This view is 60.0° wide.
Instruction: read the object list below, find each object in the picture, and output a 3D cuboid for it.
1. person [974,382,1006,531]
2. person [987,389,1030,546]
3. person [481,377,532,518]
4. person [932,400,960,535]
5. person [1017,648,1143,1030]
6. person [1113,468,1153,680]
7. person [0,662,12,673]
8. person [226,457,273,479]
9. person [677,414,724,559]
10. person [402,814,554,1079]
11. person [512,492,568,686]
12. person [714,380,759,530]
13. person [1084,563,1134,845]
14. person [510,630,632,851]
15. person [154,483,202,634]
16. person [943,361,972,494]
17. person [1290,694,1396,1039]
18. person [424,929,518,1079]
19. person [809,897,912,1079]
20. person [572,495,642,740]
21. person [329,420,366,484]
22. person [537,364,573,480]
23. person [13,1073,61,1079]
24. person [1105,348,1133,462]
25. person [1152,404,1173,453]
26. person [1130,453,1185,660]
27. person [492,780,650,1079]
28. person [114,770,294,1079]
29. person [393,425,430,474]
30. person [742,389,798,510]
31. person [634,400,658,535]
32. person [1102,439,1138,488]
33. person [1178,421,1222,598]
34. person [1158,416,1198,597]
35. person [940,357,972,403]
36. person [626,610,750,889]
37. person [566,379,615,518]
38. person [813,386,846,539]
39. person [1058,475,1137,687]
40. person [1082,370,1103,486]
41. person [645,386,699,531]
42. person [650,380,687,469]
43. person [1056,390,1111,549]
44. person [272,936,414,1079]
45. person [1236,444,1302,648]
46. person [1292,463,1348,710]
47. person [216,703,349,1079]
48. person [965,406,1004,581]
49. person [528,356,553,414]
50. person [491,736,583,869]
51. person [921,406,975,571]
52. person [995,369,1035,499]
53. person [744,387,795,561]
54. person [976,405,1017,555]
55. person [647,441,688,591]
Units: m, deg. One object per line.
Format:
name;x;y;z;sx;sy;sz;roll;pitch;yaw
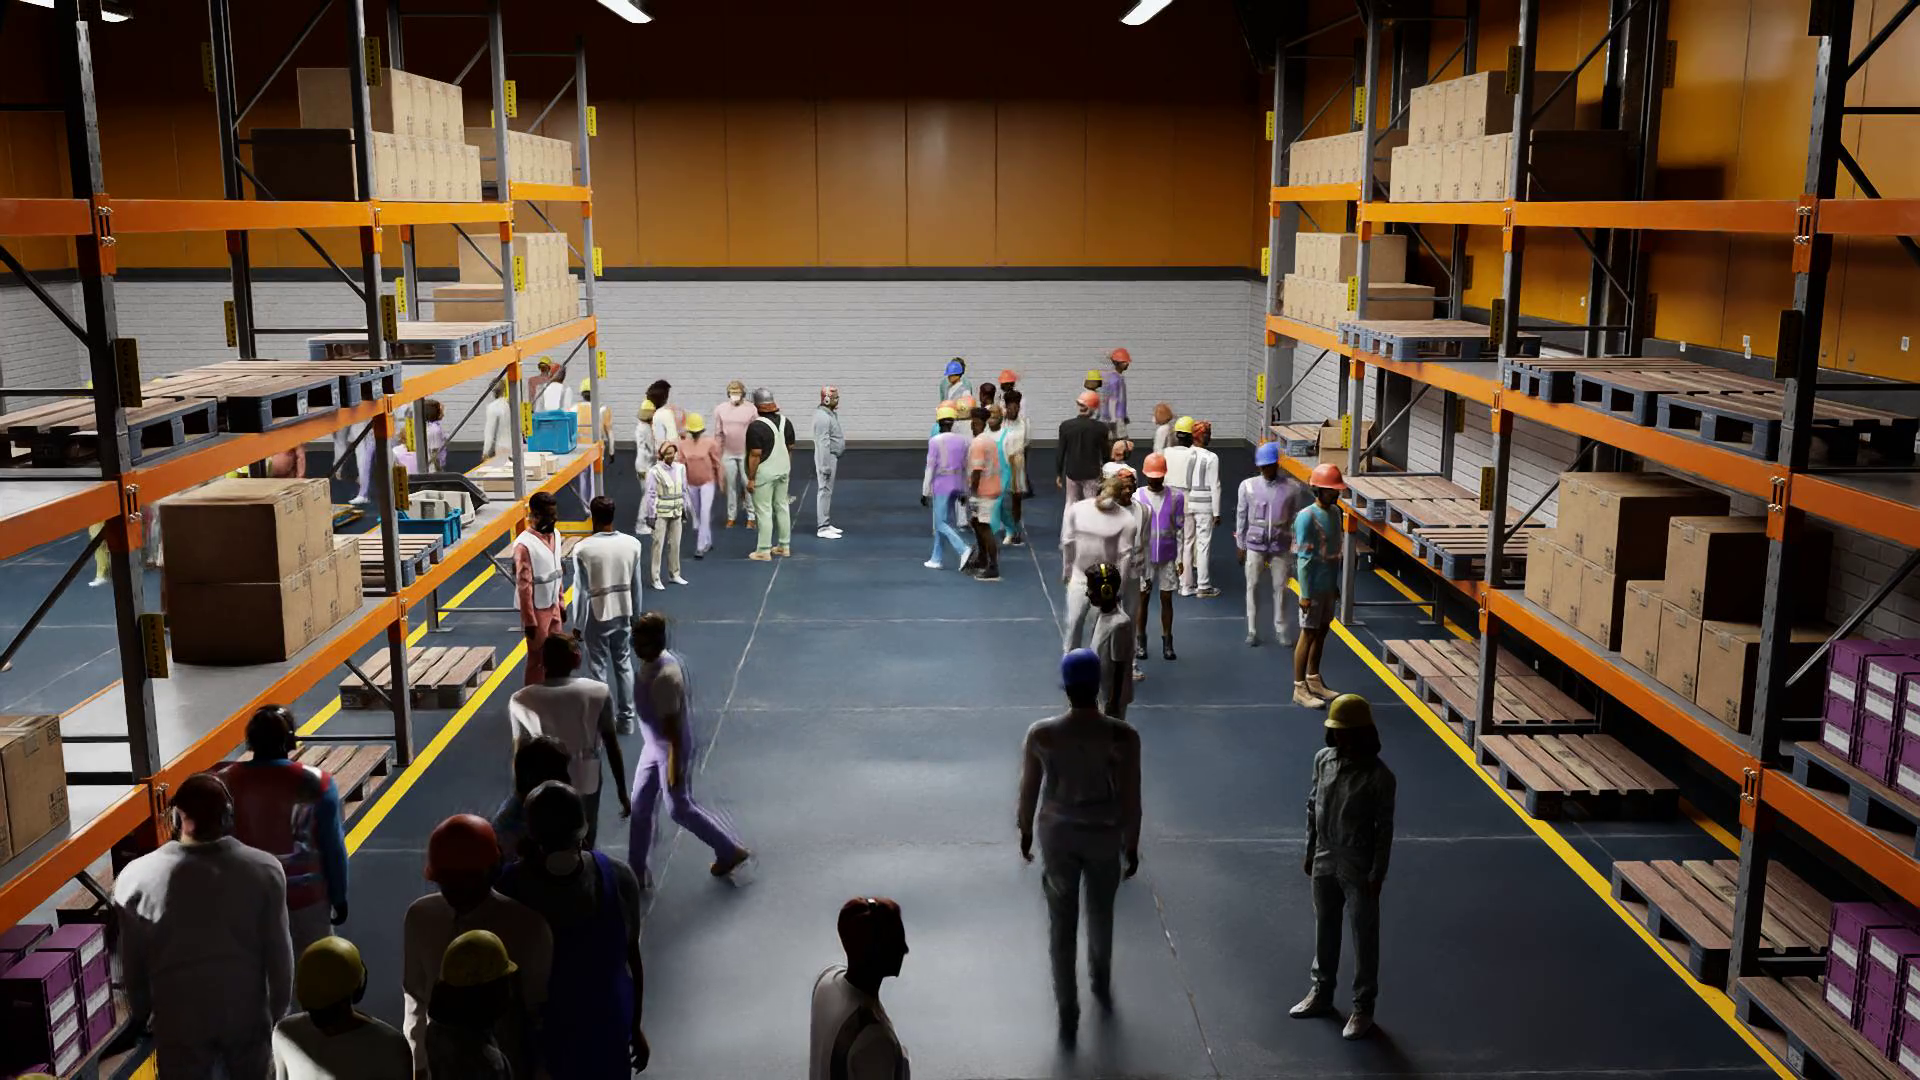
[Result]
person;0.402;-1.050;21.211;0.373;1.914;0.597;7;13;30
person;0.540;-0.923;20.533;0.617;1.936;0.783;-6;13;-29
person;-5.948;-1.212;22.102;0.958;1.898;0.637;4;12;21
person;-0.175;-0.889;20.856;0.351;1.738;0.573;-3;12;-14
person;0.613;1.485;8.517;0.633;1.911;0.825;1;11;6
person;1.407;0.307;14.488;0.581;1.882;0.351;-4;12;-19
person;-8.717;0.289;14.713;0.501;1.839;0.341;6;13;26
person;-7.845;-0.388;18.438;0.318;1.699;0.534;11;16;43
person;-3.086;-0.640;19.647;0.524;1.714;0.860;2;12;12
person;-1.759;1.935;6.079;0.620;1.986;0.410;3;12;17
person;-3.322;0.554;13.204;0.410;1.908;0.598;3;12;14
person;-2.844;-1.092;21.389;0.626;1.933;0.356;2;11;8
person;0.947;1.062;10.786;0.344;1.856;0.526;-1;11;-6
person;-2.166;1.400;9.265;0.613;1.789;0.947;-3;12;-16
person;-7.613;-0.053;16.240;0.613;1.915;0.945;3;12;15
person;-0.054;-1.609;23.965;0.417;1.939;0.605;-7;13;-30
person;1.919;1.610;8.307;0.297;1.744;0.487;-10;15;-41
person;-1.614;2.150;5.629;0.322;1.737;0.487;-8;14;-35
person;-0.338;2.091;5.581;0.353;1.877;0.571;-4;12;-21
person;-2.735;0.603;12.958;0.601;1.906;0.411;-11;16;-43
person;-9.206;-1.876;25.037;0.708;2.000;1.042;-7;13;-32
person;-6.007;-1.696;24.704;0.587;1.826;1.036;1;11;4
person;-2.480;2.344;4.318;0.486;1.873;0.679;11;16;43
person;2.402;-1.887;25.154;0.410;2.030;0.638;2;11;9
person;2.670;-0.954;21.486;0.407;1.617;0.585;4;12;19
person;1.782;0.149;15.188;0.550;1.925;0.391;0;11;-2
person;-1.464;1.876;6.224;0.676;2.000;0.536;-7;13;-30
person;-3.004;1.868;6.672;0.646;1.879;0.785;-4;12;-21
person;-6.443;-0.541;19.421;0.489;1.615;0.563;-6;13;-26
person;-2.654;-1.251;22.870;0.843;1.657;0.553;-10;15;-42
person;-3.941;-0.932;21.132;0.366;1.715;0.513;1;11;3
person;1.726;-0.272;18.027;0.315;1.633;0.517;-9;14;-39
person;2.538;-0.330;17.683;0.348;1.882;0.584;-10;15;-42
person;2.368;-0.360;17.744;0.588;1.920;0.386;8;14;33
person;-0.027;-1.734;24.587;0.631;1.940;0.372;11;16;44
person;-1.720;1.251;10.000;0.853;1.801;0.591;-6;13;-27
person;-4.910;-1.205;22.109;0.612;1.871;1.016;-2;11;-8
person;-1.637;-0.981;20.888;0.402;1.906;0.652;0;11;-1
person;1.159;0.358;14.217;0.707;1.885;0.632;4;12;21
person;1.968;-1.661;24.710;0.310;1.744;0.486;5;12;24
person;-3.666;-1.019;21.147;0.760;1.885;0.646;0;11;2
person;-3.857;-1.117;21.561;0.610;1.917;1.012;-7;13;-33
person;1.476;-0.806;19.834;0.639;1.973;0.501;3;12;16
person;-2.065;2.148;5.593;0.537;1.761;0.343;3;12;14
person;2.934;0.060;15.657;0.668;1.940;0.378;2;11;9
person;2.998;0.372;13.760;0.378;2.041;0.616;9;14;37
person;-3.177;1.666;7.806;0.631;1.836;0.430;-1;11;-4
person;0.246;-0.531;18.602;0.600;1.920;0.627;3;12;15
person;-6.665;-2.078;26.777;0.532;1.756;0.337;-1;11;-3
person;-1.791;1.750;7.427;0.549;1.825;0.630;0;11;1
person;-0.099;-0.566;18.872;0.734;1.878;0.681;10;15;41
person;0.704;-1.457;23.351;1.014;1.893;0.558;-9;14;-37
person;-2.292;-0.786;19.573;0.535;2.000;0.684;9;15;39
person;0.471;-0.754;20.046;0.511;1.804;0.959;8;14;36
person;-3.176;-0.270;18.041;0.323;1.627;0.529;9;14;37
